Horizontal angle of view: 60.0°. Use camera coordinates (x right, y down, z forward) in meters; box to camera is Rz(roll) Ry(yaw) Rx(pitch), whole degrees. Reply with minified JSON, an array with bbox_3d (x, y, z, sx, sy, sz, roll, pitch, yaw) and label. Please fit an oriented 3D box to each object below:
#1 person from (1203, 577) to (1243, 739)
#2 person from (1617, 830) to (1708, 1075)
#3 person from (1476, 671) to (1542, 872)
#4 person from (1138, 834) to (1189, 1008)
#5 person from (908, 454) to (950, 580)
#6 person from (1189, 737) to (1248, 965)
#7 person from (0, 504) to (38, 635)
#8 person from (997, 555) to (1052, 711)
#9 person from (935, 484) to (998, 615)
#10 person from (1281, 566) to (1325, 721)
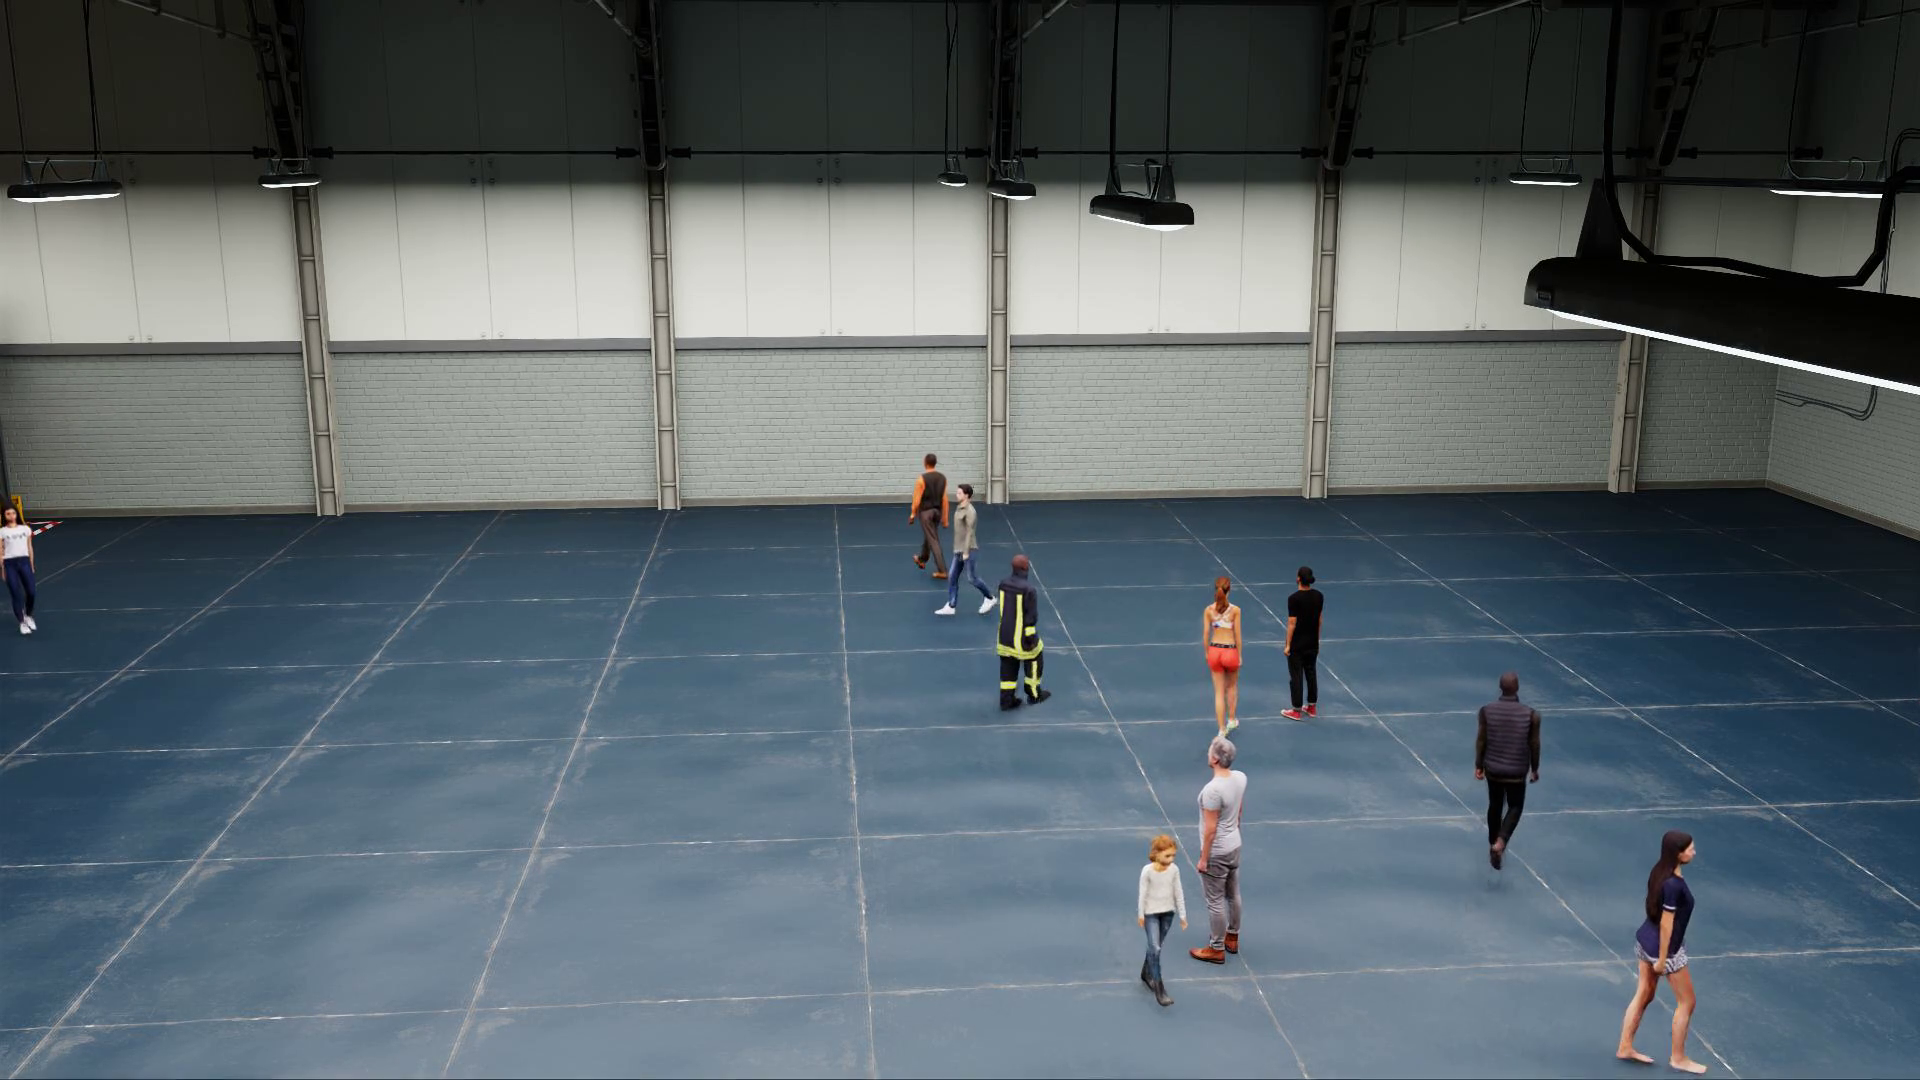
[{"bbox_3d":[2.848,1.318,18.143,0.853,1.767,0.827,4,14,18],"label":"person"},{"bbox_3d":[4.789,2.849,11.587,0.852,1.742,0.688,1,13,6],"label":"person"},{"bbox_3d":[4.830,2.075,14.764,1.054,1.817,1.062,7,15,28],"label":"person"},{"bbox_3d":[1.485,2.831,12.664,0.814,1.292,0.682,-5,14,-22],"label":"person"},{"bbox_3d":[-0.382,-0.314,24.994,1.268,1.856,1.202,-10,17,-37],"label":"person"},{"bbox_3d":[2.071,2.440,13.161,0.811,1.830,0.748,11,17,39],"label":"person"},{"bbox_3d":[-12.592,0.390,22.157,0.710,1.764,0.783,-12,18,-42],"label":"person"},{"bbox_3d":[0.615,1.072,19.123,1.036,1.804,1.105,13,18,43],"label":"person"},{"bbox_3d":[0.169,0.144,23.035,1.249,1.848,0.964,-6,14,-25],"label":"person"},{"bbox_3d":[3.888,1.161,18.847,0.610,1.757,0.761,-7,15,-26],"label":"person"}]
